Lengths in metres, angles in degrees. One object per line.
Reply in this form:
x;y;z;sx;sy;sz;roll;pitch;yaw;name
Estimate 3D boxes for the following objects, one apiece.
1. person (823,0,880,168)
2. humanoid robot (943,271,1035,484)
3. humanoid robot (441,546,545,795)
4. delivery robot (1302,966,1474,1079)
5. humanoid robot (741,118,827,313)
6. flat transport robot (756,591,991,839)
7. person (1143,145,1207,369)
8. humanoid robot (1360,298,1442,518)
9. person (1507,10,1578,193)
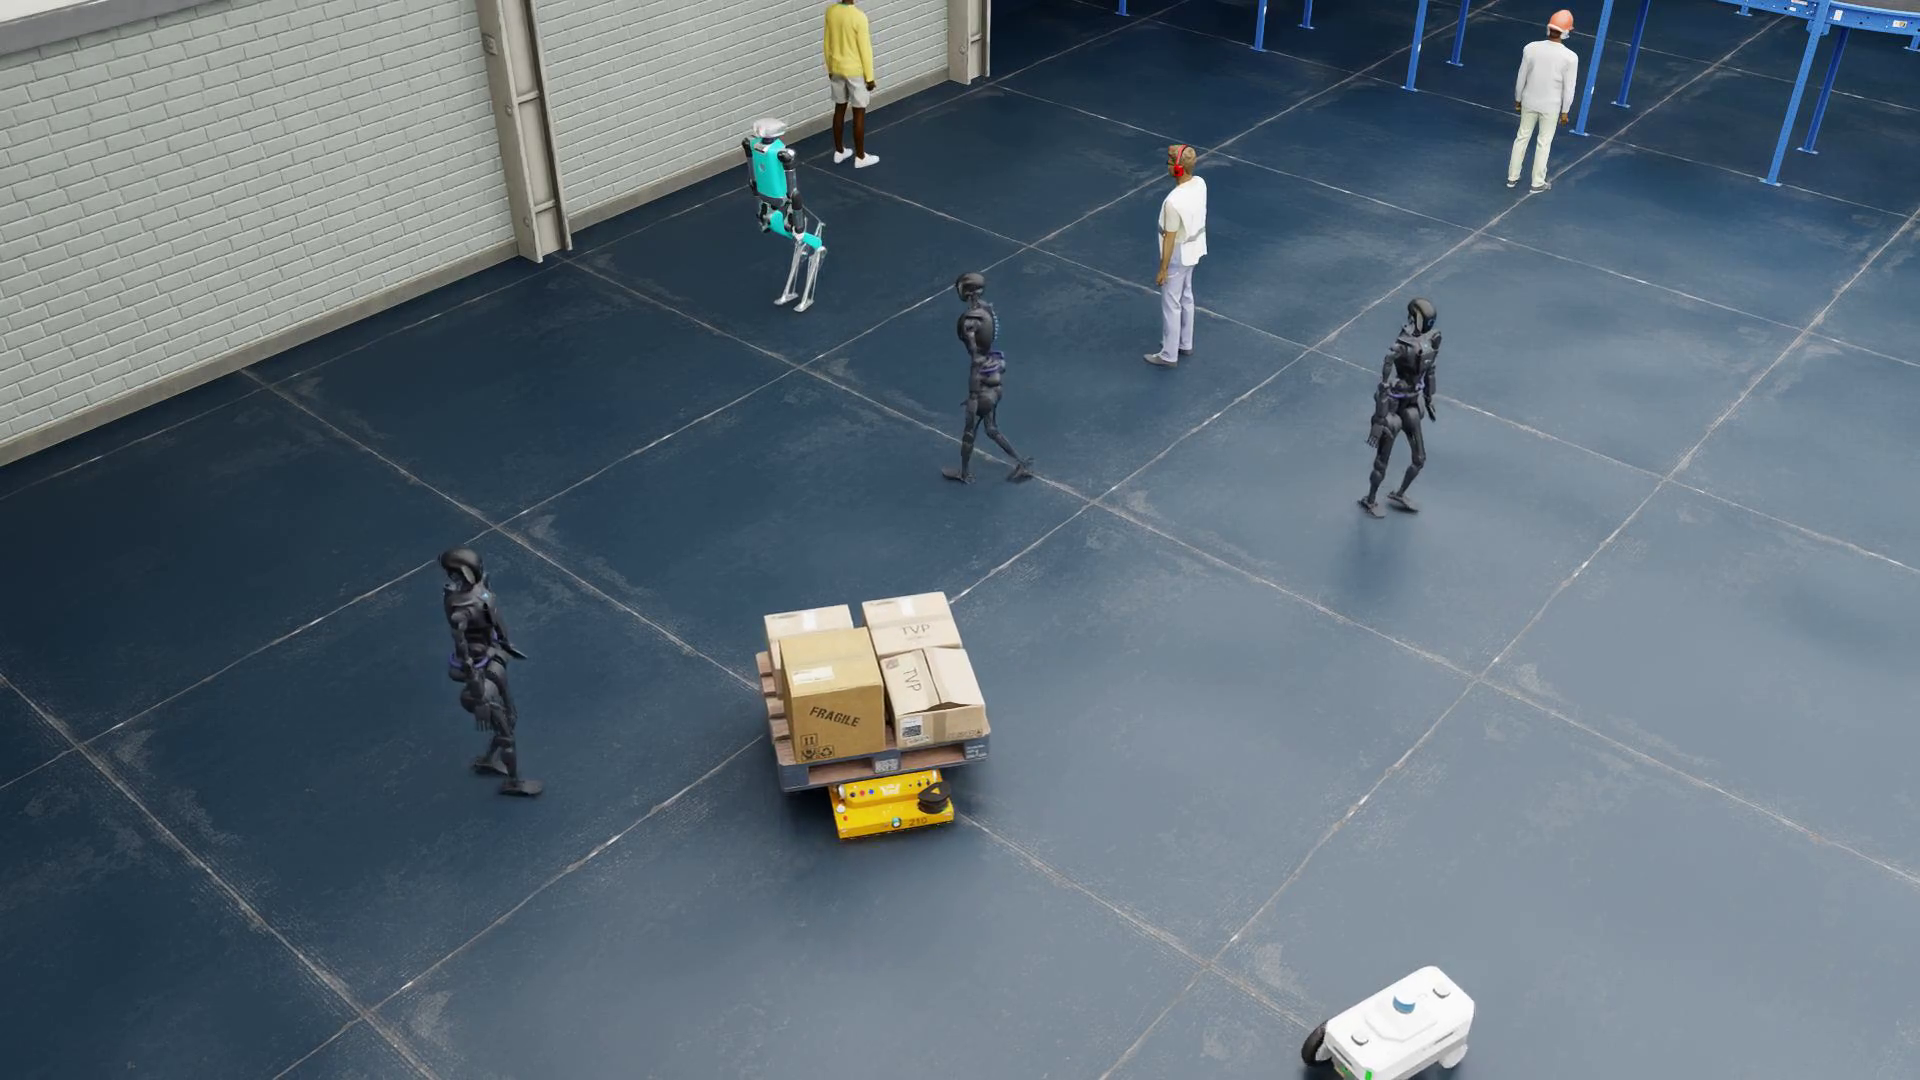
-1.096;-4.641;16.500;0.555;1.898;0.360;21;41;27;person
0.212;-1.111;11.767;0.645;1.627;0.625;6;36;8;humanoid robot
-2.628;0.714;9.189;0.502;1.664;0.596;1;35;2;humanoid robot
2.049;2.349;7.846;0.802;0.598;0.499;-20;40;-25;delivery robot
-1.395;-2.761;13.932;0.531;1.709;0.728;25;42;30;humanoid robot
-0.511;1.148;9.776;0.659;0.231;1.431;-8;36;-10;flat transport robot
1.744;-2.238;13.183;0.392;1.837;0.558;17;39;23;person
3.051;-0.897;11.429;0.609;1.648;0.358;-24;42;-29;humanoid robot
5.638;-4.233;16.052;0.571;1.747;0.342;28;44;33;person
